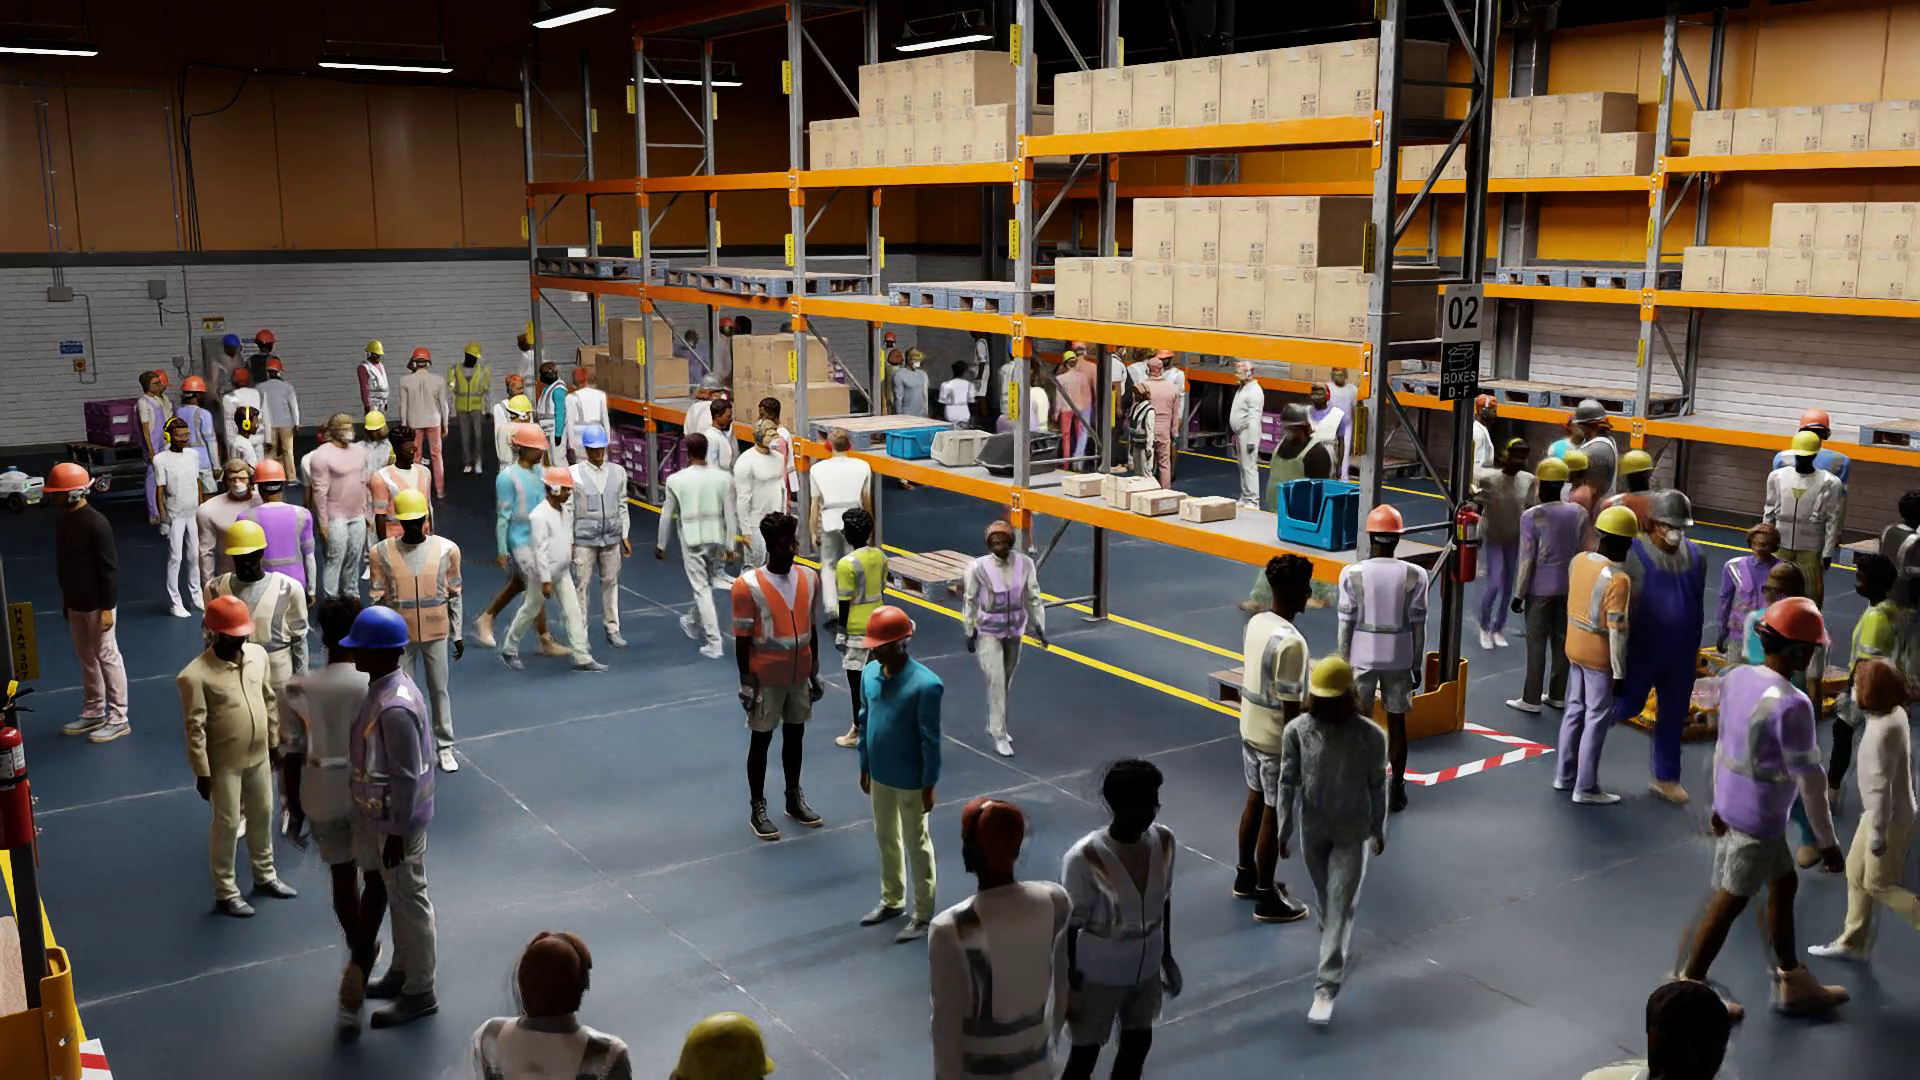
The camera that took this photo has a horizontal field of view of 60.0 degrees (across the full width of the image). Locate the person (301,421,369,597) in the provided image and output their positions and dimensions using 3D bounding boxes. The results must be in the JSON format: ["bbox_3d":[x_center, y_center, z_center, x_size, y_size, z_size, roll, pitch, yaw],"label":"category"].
[{"bbox_3d":[-5.813,-0.218,15.503,0.576,1.835,0.581,-5,12,-25],"label":"person"}]

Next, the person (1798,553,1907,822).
[{"bbox_3d":[5.461,0.909,10.132,0.725,1.665,0.547,5,12,25],"label":"person"}]

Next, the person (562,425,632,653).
[{"bbox_3d":[-3.092,-0.016,14.166,0.602,1.949,0.390,-7,13,-33],"label":"person"}]

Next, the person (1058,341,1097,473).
[{"bbox_3d":[1.711,-1.958,24.113,0.650,1.959,0.910,3,11,13],"label":"person"}]

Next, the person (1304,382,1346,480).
[{"bbox_3d":[4.064,-0.873,18.817,0.573,1.844,0.376,7,13,32],"label":"person"}]

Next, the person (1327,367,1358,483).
[{"bbox_3d":[4.999,-1.446,21.936,0.576,1.778,0.988,1,11,5],"label":"person"}]

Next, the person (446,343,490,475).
[{"bbox_3d":[-7.035,-1.867,23.783,0.630,1.884,0.724,-3,11,-14],"label":"person"}]

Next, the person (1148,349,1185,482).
[{"bbox_3d":[2.843,-1.762,23.137,0.552,1.934,0.373,6,12,27],"label":"person"}]

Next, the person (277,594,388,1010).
[{"bbox_3d":[-2.879,1.231,7.820,0.613,1.939,0.811,-2,11,-8],"label":"person"}]

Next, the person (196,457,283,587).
[{"bbox_3d":[-5.308,0.337,12.389,0.631,1.938,0.362,-6,13,-28],"label":"person"}]

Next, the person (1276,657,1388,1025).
[{"bbox_3d":[1.749,1.349,7.846,0.491,1.685,0.921,5,12,24],"label":"person"}]

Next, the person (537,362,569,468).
[{"bbox_3d":[-5.254,-1.392,21.536,0.429,1.831,0.633,-6,12,-27],"label":"person"}]

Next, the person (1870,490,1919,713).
[{"bbox_3d":[7.014,0.459,12.434,0.344,1.681,0.536,0,11,1],"label":"person"}]

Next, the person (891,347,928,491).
[{"bbox_3d":[-0.666,-1.645,22.542,0.373,1.937,0.630,8,14,35],"label":"person"}]

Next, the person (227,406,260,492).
[{"bbox_3d":[-6.982,-0.393,16.352,0.349,1.856,0.528,-9,14,-38],"label":"person"}]

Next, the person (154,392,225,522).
[{"bbox_3d":[-9.079,-0.937,19.623,0.894,1.642,0.538,-6,13,-29],"label":"person"}]

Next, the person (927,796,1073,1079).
[{"bbox_3d":[0.106,1.731,5.529,0.597,1.827,1.009,-7,13,-33],"label":"person"}]

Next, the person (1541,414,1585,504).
[{"bbox_3d":[6.033,-0.361,16.358,0.576,1.783,0.994,-4,12,-21],"label":"person"}]

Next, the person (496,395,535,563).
[{"bbox_3d":[-4.648,-0.624,17.621,0.586,1.824,0.404,10,15,42],"label":"person"}]

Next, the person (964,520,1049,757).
[{"bbox_3d":[0.336,0.673,11.481,0.536,1.607,0.722,-5,12,-24],"label":"person"}]

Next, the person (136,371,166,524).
[{"bbox_3d":[-9.704,-1.113,20.050,0.346,1.846,0.506,-3,11,-13],"label":"person"}]

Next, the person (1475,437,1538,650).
[{"bbox_3d":[4.653,0.031,14.217,0.553,1.839,0.536,0,11,-2],"label":"person"}]

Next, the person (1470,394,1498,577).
[{"bbox_3d":[5.337,-0.564,17.163,0.357,1.879,0.582,4,12,19],"label":"person"}]

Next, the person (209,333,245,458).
[{"bbox_3d":[-11.165,-2.198,25.402,0.568,1.922,0.657,6,12,27],"label":"person"}]

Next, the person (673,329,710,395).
[{"bbox_3d":[-4.313,-2.465,26.922,0.624,1.894,1.044,3,12,17],"label":"person"}]

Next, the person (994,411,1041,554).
[{"bbox_3d":[0.551,-0.800,18.389,0.821,1.869,0.586,10,15,41],"label":"person"}]

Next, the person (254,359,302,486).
[{"bbox_3d":[-9.364,-1.614,22.854,0.575,1.748,0.337,0,11,-2],"label":"person"}]

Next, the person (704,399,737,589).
[{"bbox_3d":[-2.413,-0.456,16.542,0.410,1.908,0.598,0,11,-2],"label":"person"}]

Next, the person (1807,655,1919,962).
[{"bbox_3d":[4.560,1.353,8.048,0.632,1.604,0.541,7,13,30],"label":"person"}]

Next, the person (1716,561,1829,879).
[{"bbox_3d":[4.560,1.004,9.245,0.581,1.833,0.520,-5,12,-22],"label":"person"}]

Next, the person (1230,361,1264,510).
[{"bbox_3d":[3.574,-1.294,20.858,0.397,1.898,0.651,-1,11,-4],"label":"person"}]

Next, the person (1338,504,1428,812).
[{"bbox_3d":[2.614,0.737,10.354,0.543,1.934,0.362,2,11,10],"label":"person"}]

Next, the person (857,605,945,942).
[{"bbox_3d":[-0.335,1.184,8.566,0.574,1.740,0.349,10,15,43],"label":"person"}]

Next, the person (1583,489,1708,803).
[{"bbox_3d":[4.427,0.609,10.735,0.684,2.000,0.825,-2,11,-10],"label":"person"}]

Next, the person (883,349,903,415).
[{"bbox_3d":[-1.006,-2.170,25.991,0.273,1.636,0.507,-8,14,-36],"label":"person"}]

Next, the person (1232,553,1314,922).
[{"bbox_3d":[1.674,1.029,8.812,0.372,1.959,0.606,-2,11,-10],"label":"person"}]

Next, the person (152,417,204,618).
[{"bbox_3d":[-7.197,-0.212,15.413,0.316,1.861,0.516,4,12,22],"label":"person"}]

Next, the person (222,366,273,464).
[{"bbox_3d":[-8.743,-1.222,20.565,0.737,1.863,0.594,10,15,41],"label":"person"}]

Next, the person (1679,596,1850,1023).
[{"bbox_3d":[3.754,1.249,7.549,0.959,1.997,0.623,1,11,6],"label":"person"}]

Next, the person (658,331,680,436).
[{"bbox_3d":[-4.944,-2.665,27.996,0.329,1.842,0.515,-5,12,-23],"label":"person"}]

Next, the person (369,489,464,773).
[{"bbox_3d":[-3.584,0.610,11.020,0.587,1.927,0.367,-4,12,-20],"label":"person"}]

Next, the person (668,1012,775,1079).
[{"bbox_3d":[-0.614,2.029,4.267,0.490,1.730,0.322,8,14,35],"label":"person"}]

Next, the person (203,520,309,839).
[{"bbox_3d":[-4.180,0.828,9.903,0.586,1.928,0.369,-2,11,-9],"label":"person"}]

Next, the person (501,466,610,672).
[{"bbox_3d":[-3.362,0.244,13.514,0.923,1.693,0.569,4,12,19],"label":"person"}]

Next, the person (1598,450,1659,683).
[{"bbox_3d":[5.238,0.257,12.894,0.607,1.905,0.444,1,11,5],"label":"person"}]

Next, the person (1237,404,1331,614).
[{"bbox_3d":[3.105,-0.316,15.467,1.052,2.000,0.681,-9,14,-38],"label":"person"}]

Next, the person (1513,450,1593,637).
[{"bbox_3d":[5.320,0.074,14.321,0.892,1.720,0.524,4,12,21],"label":"person"}]
